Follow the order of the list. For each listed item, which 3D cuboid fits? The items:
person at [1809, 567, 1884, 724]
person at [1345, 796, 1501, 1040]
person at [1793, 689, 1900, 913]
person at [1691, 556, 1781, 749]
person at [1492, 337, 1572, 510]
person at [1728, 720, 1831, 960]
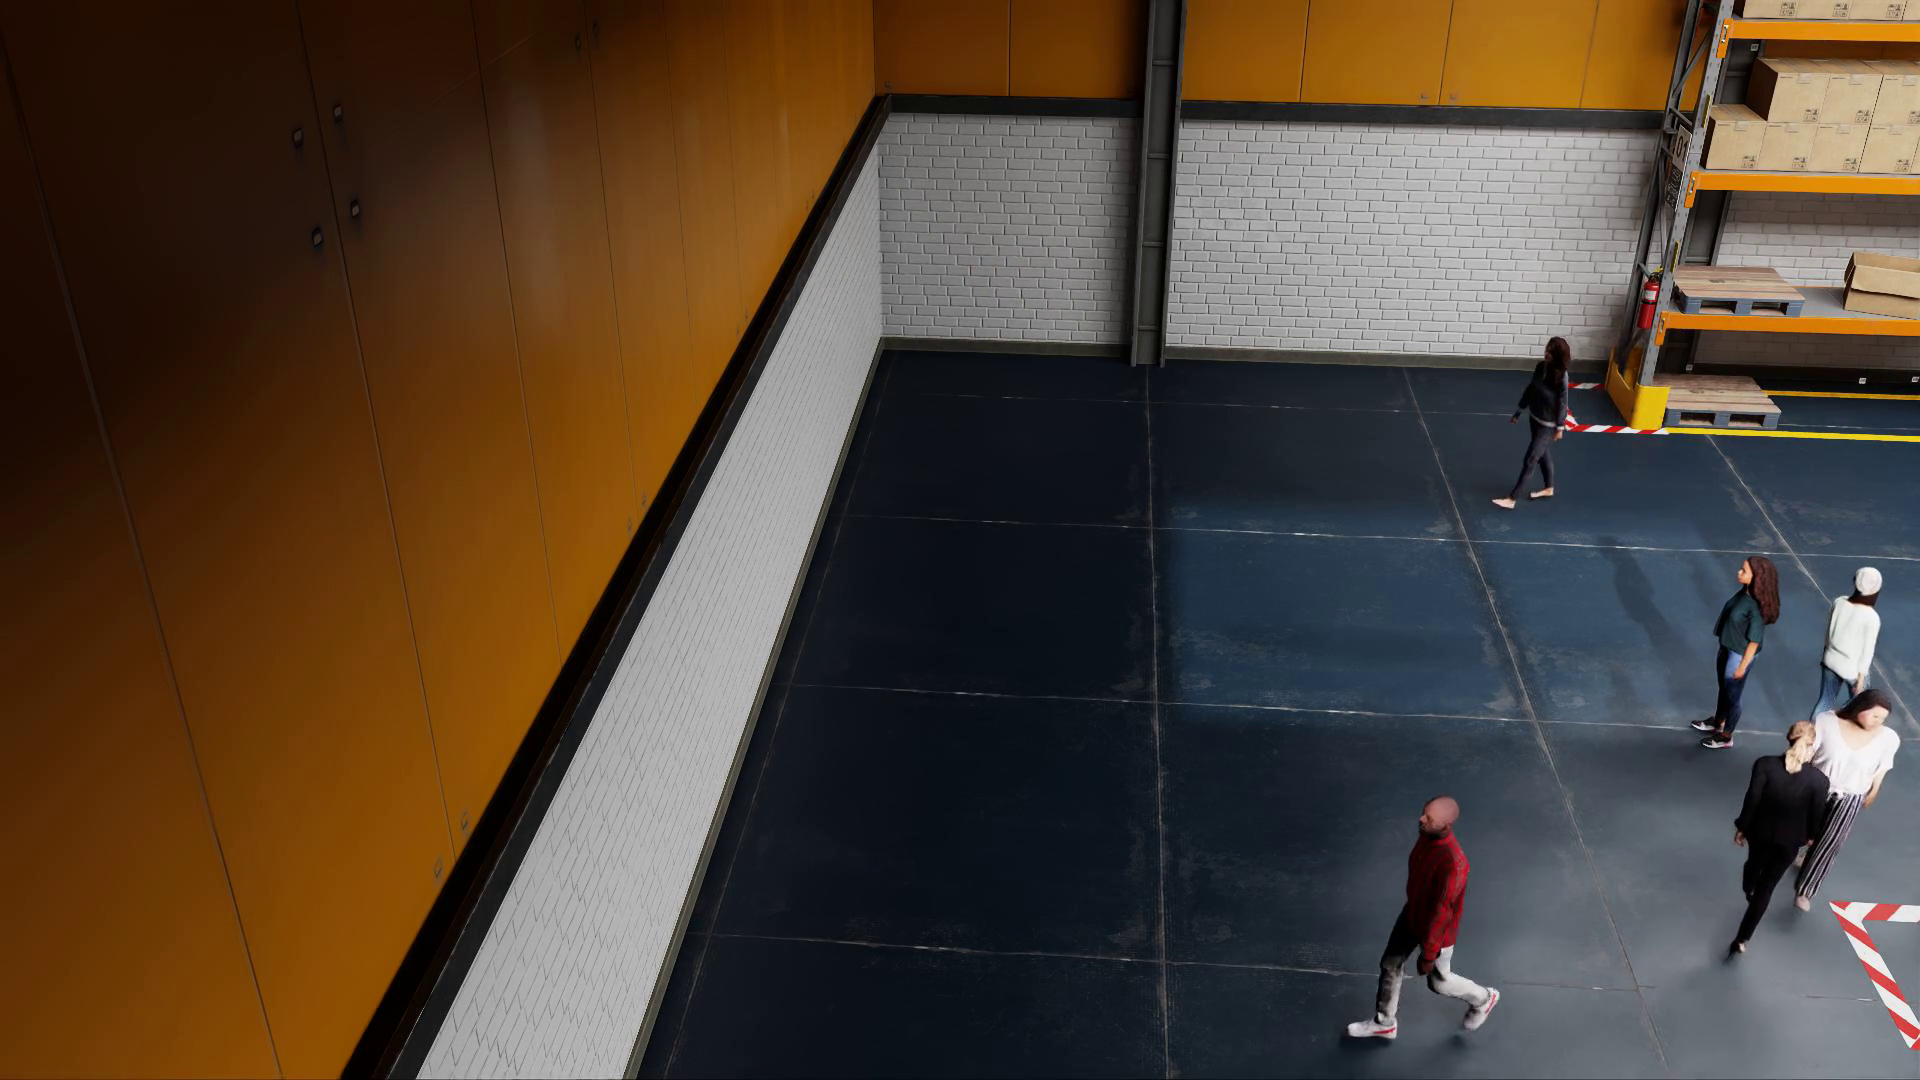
[{"bbox_3d":[6.531,0.952,12.387,0.721,1.637,0.695,-11,31,-20],"label":"person"},{"bbox_3d":[2.869,2.257,9.836,1.243,1.788,0.879,-5,29,-9],"label":"person"},{"bbox_3d":[5.891,1.629,11.158,1.162,1.626,1.149,24,37,37],"label":"person"},{"bbox_3d":[5.907,0.845,12.605,0.597,1.616,0.605,4,29,8],"label":"person"},{"bbox_3d":[5.739,-1.148,16.138,1.108,1.732,0.854,-6,29,-12],"label":"person"},{"bbox_3d":[5.143,1.944,10.543,1.061,1.660,1.041,23,36,35],"label":"person"}]
